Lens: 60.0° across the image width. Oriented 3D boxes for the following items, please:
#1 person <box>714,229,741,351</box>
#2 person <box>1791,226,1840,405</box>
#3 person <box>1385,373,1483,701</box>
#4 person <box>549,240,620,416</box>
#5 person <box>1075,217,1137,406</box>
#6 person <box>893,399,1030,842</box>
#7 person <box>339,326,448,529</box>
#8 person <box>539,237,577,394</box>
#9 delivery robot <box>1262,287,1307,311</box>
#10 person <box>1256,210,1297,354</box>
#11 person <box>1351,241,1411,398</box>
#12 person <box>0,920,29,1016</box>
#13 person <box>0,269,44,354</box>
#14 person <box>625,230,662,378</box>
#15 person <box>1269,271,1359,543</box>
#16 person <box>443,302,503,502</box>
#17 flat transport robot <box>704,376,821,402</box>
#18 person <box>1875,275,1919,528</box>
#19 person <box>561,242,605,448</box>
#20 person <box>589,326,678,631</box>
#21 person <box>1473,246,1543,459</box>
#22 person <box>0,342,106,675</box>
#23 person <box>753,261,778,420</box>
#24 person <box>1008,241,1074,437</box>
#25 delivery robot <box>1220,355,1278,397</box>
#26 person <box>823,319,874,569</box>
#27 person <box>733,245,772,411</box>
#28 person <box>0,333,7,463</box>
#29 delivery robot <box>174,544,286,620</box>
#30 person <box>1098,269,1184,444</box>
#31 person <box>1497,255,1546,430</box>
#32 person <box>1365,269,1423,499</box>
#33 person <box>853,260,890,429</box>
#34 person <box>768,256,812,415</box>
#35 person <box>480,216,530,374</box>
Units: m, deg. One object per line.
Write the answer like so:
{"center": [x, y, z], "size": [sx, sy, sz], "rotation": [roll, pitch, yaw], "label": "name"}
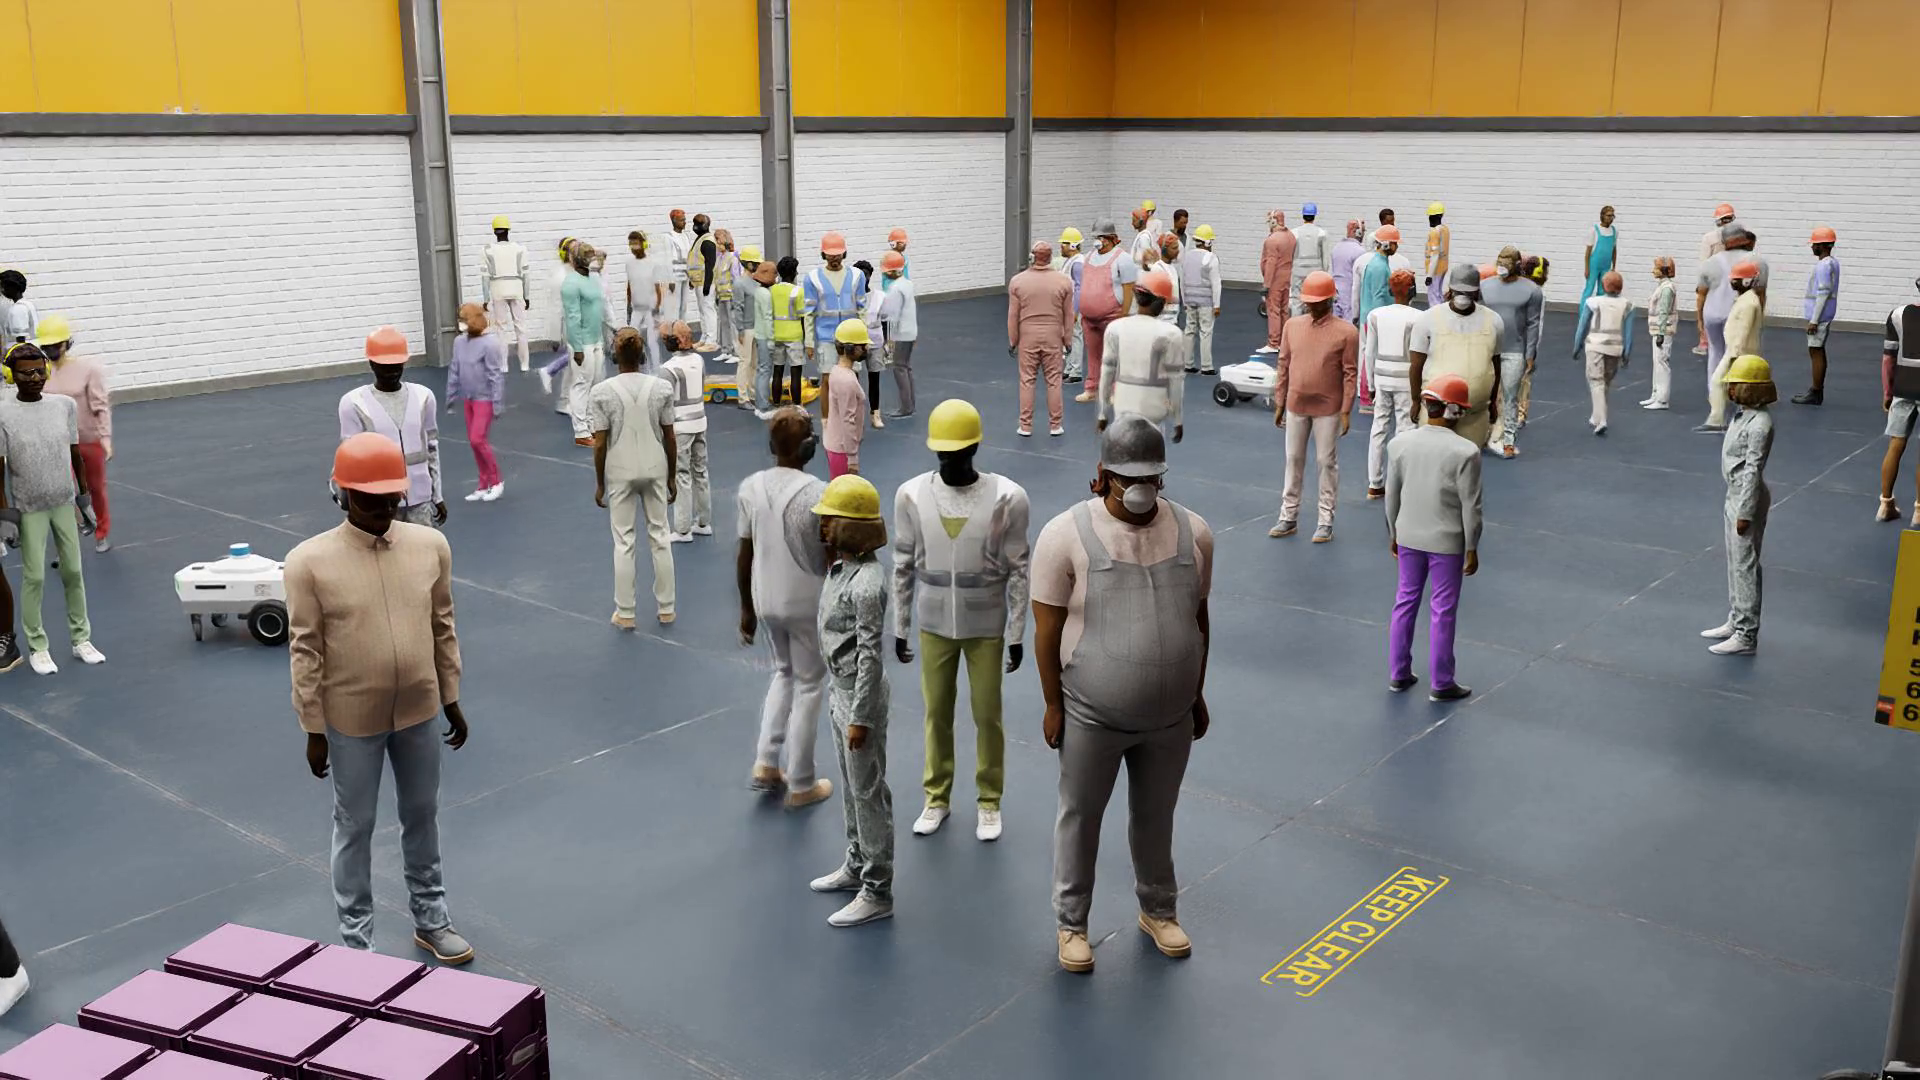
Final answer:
{"center": [-3.197, -3.381, 22.499], "size": [0.513, 1.639, 0.311], "rotation": [3, 14, 11], "label": "person"}
{"center": [9.355, -2.448, 18.168], "size": [0.373, 1.933, 0.550], "rotation": [10, 17, 34], "label": "person"}
{"center": [2.527, -0.017, 8.843], "size": [0.339, 1.742, 0.563], "rotation": [-13, 19, -41], "label": "person"}
{"center": [-3.864, -2.155, 17.169], "size": [0.988, 1.850, 0.644], "rotation": [6, 15, 22], "label": "person"}
{"center": [1.541, -2.480, 18.086], "size": [0.535, 2.000, 0.685], "rotation": [-13, 19, -43], "label": "person"}
{"center": [-0.002, 0.350, 7.032], "size": [0.593, 1.919, 0.405], "rotation": [3, 14, 14], "label": "person"}
{"center": [-3.152, -0.238, 9.338], "size": [0.553, 1.934, 0.364], "rotation": [-11, 18, -38], "label": "person"}
{"center": [-4.333, -2.397, 18.172], "size": [0.717, 1.829, 0.589], "rotation": [5, 15, 20], "label": "person"}
{"center": [5.148, -3.819, 26.258], "size": [0.707, 0.478, 0.477], "rotation": [11, 18, 36], "label": "delivery robot"}
{"center": [4.213, -3.452, 22.251], "size": [0.405, 1.904, 0.636], "rotation": [11, 18, 37], "label": "person"}
{"center": [4.685, -2.516, 18.499], "size": [0.650, 1.907, 0.402], "rotation": [7, 16, 27], "label": "person"}
{"center": [-3.492, 0.752, 5.589], "size": [0.600, 1.847, 0.397], "rotation": [10, 17, 35], "label": "person"}
{"center": [-8.792, -1.699, 15.679], "size": [0.319, 1.690, 0.540], "rotation": [-5, 15, -21], "label": "person"}
{"center": [-3.594, -2.599, 18.947], "size": [0.554, 1.849, 0.394], "rotation": [6, 15, 24], "label": "person"}
{"center": [2.581, -0.972, 12.170], "size": [0.609, 1.986, 0.393], "rotation": [9, 17, 32], "label": "person"}
{"center": [-3.923, -1.104, 13.429], "size": [0.520, 1.625, 0.351], "rotation": [11, 18, 38], "label": "person"}
{"center": [-2.307, -1.691, 18.519], "size": [1.431, 0.197, 0.652], "rotation": [1, 14, 5], "label": "flat transport robot"}
{"center": [7.308, -1.117, 12.626], "size": [0.366, 2.047, 0.608], "rotation": [-10, 17, -35], "label": "person"}
{"center": [-3.539, -1.847, 15.765], "size": [0.372, 1.940, 0.630], "rotation": [2, 14, 6], "label": "person"}
{"center": [-1.954, -0.363, 10.021], "size": [0.506, 1.846, 0.346], "rotation": [-5, 15, -20], "label": "person"}
{"center": [4.966, -1.714, 15.239], "size": [0.632, 1.937, 0.372], "rotation": [6, 15, 22], "label": "person"}
{"center": [-5.089, -0.177, 9.260], "size": [0.328, 1.861, 0.500], "rotation": [10, 17, 36], "label": "person"}
{"center": [-2.005, -2.075, 17.290], "size": [0.279, 1.631, 0.504], "rotation": [-4, 15, -15], "label": "person"}
{"center": [0.787, -1.959, 16.271], "size": [0.652, 1.908, 0.409], "rotation": [0, 14, -1], "label": "person"}
{"center": [3.185, -1.758, 18.020], "size": [0.707, 0.478, 0.477], "rotation": [11, 18, 38], "label": "delivery robot"}
{"center": [-0.742, -0.604, 11.168], "size": [0.349, 1.758, 0.522], "rotation": [-3, 14, -10], "label": "person"}
{"center": [-2.228, -2.270, 17.823], "size": [0.330, 1.760, 0.517], "rotation": [6, 15, 22], "label": "person"}
{"center": [-8.827, -1.588, 14.871], "size": [0.533, 1.868, 0.310], "rotation": [-1, 14, -3], "label": "person"}
{"center": [-4.284, 0.265, 9.936], "size": [0.707, 0.478, 0.477], "rotation": [0, 14, -1], "label": "delivery robot"}
{"center": [1.292, -0.928, 11.947], "size": [0.641, 2.042, 0.473], "rotation": [10, 17, 34], "label": "person"}
{"center": [5.557, -1.985, 16.694], "size": [0.328, 1.748, 0.563], "rotation": [-13, 19, -41], "label": "person"}
{"center": [3.536, -1.235, 13.428], "size": [0.356, 1.885, 0.574], "rotation": [-13, 19, -43], "label": "person"}
{"center": [-0.961, -1.945, 16.643], "size": [0.541, 1.696, 0.315], "rotation": [-4, 15, -16], "label": "person"}
{"center": [-1.773, -2.081, 17.185], "size": [0.540, 1.695, 0.317], "rotation": [8, 16, 30], "label": "person"}
{"center": [-5.575, -3.006, 20.428], "size": [0.585, 1.921, 0.383], "rotation": [-7, 15, -25], "label": "person"}
